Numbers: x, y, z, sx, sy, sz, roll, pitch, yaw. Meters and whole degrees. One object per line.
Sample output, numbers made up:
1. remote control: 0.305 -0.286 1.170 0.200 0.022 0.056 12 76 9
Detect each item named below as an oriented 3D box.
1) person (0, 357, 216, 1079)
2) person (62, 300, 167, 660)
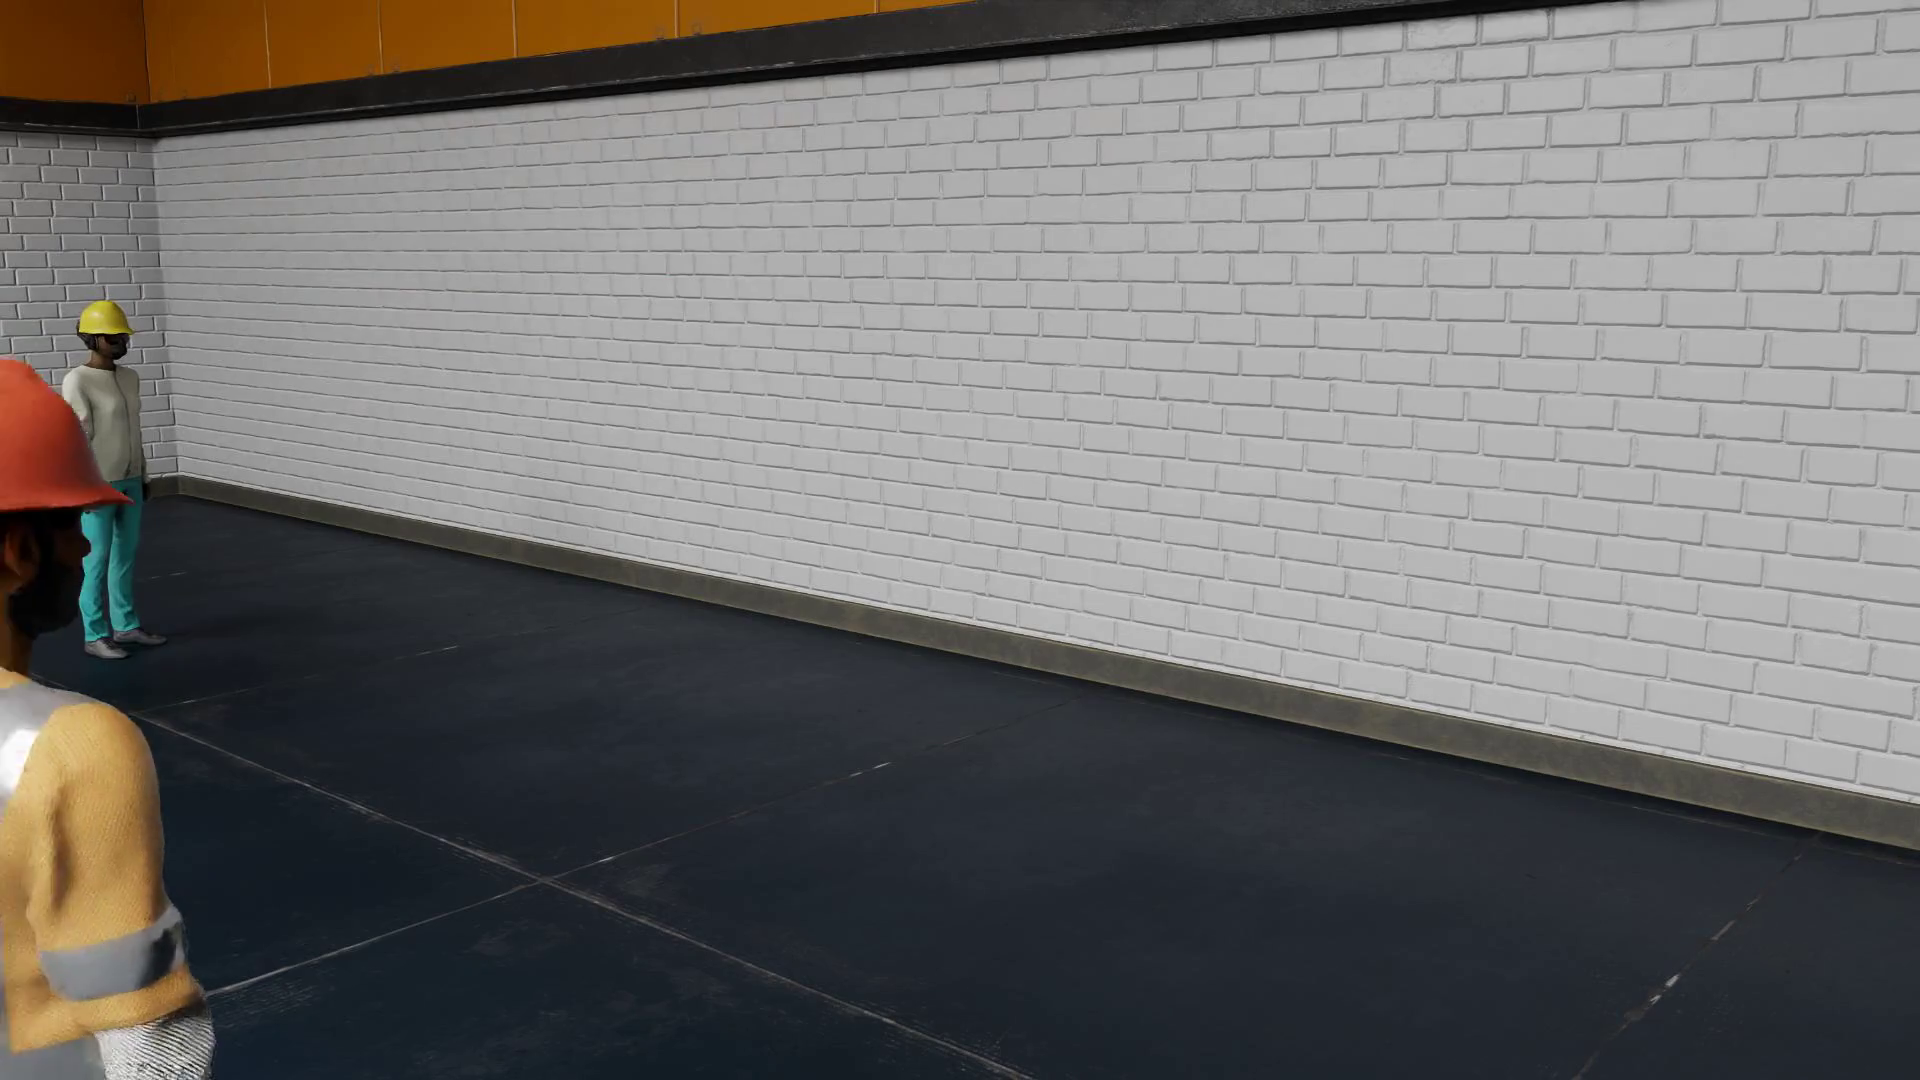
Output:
1. person: -1.123 0.757 1.869 0.554 1.910 0.859 6 12 31
2. person: -4.197 -0.300 8.272 0.328 1.767 0.532 1 10 8
